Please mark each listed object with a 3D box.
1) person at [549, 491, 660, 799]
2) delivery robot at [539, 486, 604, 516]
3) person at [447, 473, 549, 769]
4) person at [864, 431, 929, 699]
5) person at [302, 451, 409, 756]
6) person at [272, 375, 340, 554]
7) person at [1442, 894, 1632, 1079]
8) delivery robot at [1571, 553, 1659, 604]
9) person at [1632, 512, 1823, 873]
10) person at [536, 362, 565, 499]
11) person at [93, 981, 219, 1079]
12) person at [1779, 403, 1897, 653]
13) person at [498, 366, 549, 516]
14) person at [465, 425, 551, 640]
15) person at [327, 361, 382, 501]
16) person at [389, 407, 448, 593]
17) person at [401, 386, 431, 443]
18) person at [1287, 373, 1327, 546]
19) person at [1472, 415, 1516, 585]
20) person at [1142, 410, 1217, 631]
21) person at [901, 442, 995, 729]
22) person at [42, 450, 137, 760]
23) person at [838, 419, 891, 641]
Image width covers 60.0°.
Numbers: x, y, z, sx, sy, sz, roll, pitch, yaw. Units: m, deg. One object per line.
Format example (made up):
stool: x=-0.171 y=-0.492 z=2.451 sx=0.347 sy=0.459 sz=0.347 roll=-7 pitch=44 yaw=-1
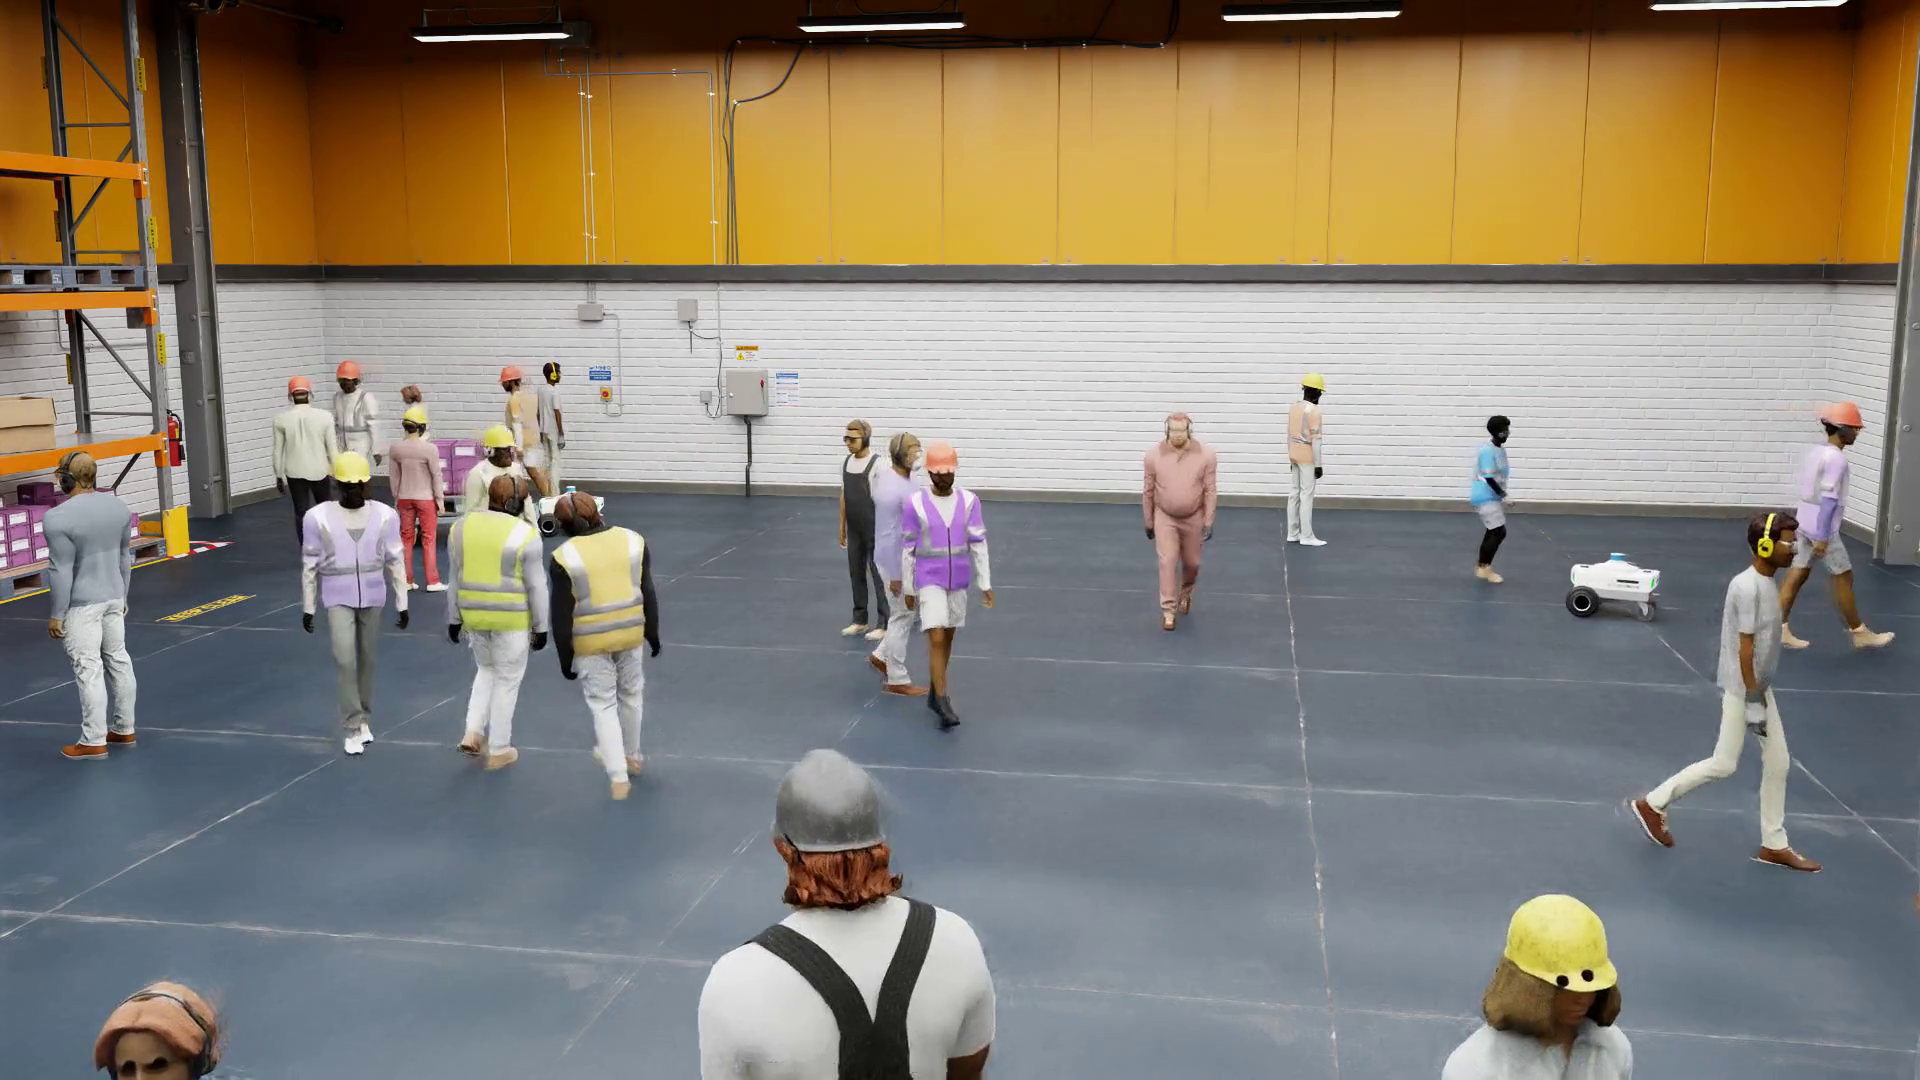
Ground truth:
person: x=-2.111 y=0.587 z=9.730 sx=0.687 sy=1.787 sz=0.679 roll=-7 pitch=11 yaw=-35
delivery robot: x=-4.485 y=-0.377 z=19.214 sx=0.707 sy=0.478 sz=0.477 roll=-1 pitch=9 yaw=-4
person: x=-2.803 y=0.500 z=10.148 sx=0.649 sy=1.823 sz=0.440 roll=3 pitch=10 yaw=16
person: x=-0.406 y=0.180 z=11.821 sx=0.449 sy=1.920 sz=0.647 roll=2 pitch=9 yaw=13
person: x=-3.792 y=0.396 z=10.514 sx=0.627 sy=1.901 sz=0.762 roll=-6 pitch=11 yaw=-33
person: x=-6.717 y=-0.701 z=17.108 sx=0.656 sy=1.973 sz=0.554 roll=-3 pitch=10 yaw=-18
person: x=1.239 y=1.587 z=3.693 sx=0.490 sy=1.730 sz=0.502 roll=-3 pitch=10 yaw=-17
delivery robot: x=5.773 y=0.358 z=14.655 sx=0.707 sy=0.478 sz=0.477 roll=5 pitch=10 yaw=27
person: x=3.971 y=0.755 z=8.534 sx=0.855 sy=1.841 sz=0.521 roll=8 pitch=12 yaw=42
person: x=-5.318 y=-1.386 z=21.700 sx=0.310 sy=1.868 sz=0.534 roll=-9 pitch=13 yaw=-43
person: x=-1.572 y=1.685 z=3.399 sx=0.536 sy=1.623 sz=0.375 roll=-2 pitch=9 yaw=-12
person: x=6.996 y=-0.086 z=13.232 sx=1.007 sy=1.994 sz=0.627 roll=1 pitch=9 yaw=7
person: x=-5.489 y=-1.201 z=20.528 sx=1.007 sy=1.880 sz=0.579 roll=1 pitch=9 yaw=4
person: x=-3.799 y=-0.065 z=13.801 sx=0.924 sy=1.783 sz=0.594 roll=3 pitch=10 yaw=19
person: x=-7.057 y=-1.045 z=19.114 sx=0.688 sy=2.013 sz=0.831 roll=5 pitch=10 yaw=28
person: x=-5.128 y=-0.377 z=15.765 sx=0.533 sy=1.766 sz=0.317 roll=2 pitch=9 yaw=12
person: x=-6.864 y=-1.162 z=21.148 sx=0.327 sy=1.608 sz=0.713 roll=-1 pitch=9 yaw=-3
person: x=3.861 y=-0.895 z=18.512 sx=0.392 sy=1.916 sz=0.587 roll=-3 pitch=10 yaw=-18
person: x=5.180 y=-0.386 z=16.106 sx=0.448 sy=1.663 sz=0.549 roll=6 pitch=11 yaw=34
person: x=1.891 y=-0.206 z=14.364 sx=0.635 sy=1.878 sz=0.819 roll=1 pitch=9 yaw=5
person: x=-0.064 y=0.300 z=11.132 sx=0.572 sy=1.891 sz=0.931 roll=-3 pitch=10 yaw=-20
person: x=-5.435 y=0.402 z=10.389 sx=0.372 sy=1.940 sz=0.630 roll=2 pitch=9 yaw=15
person: x=-0.792 y=-0.082 z=13.726 sx=0.503 sy=1.835 sz=0.357 roll=8 pitch=12 yaw=40
